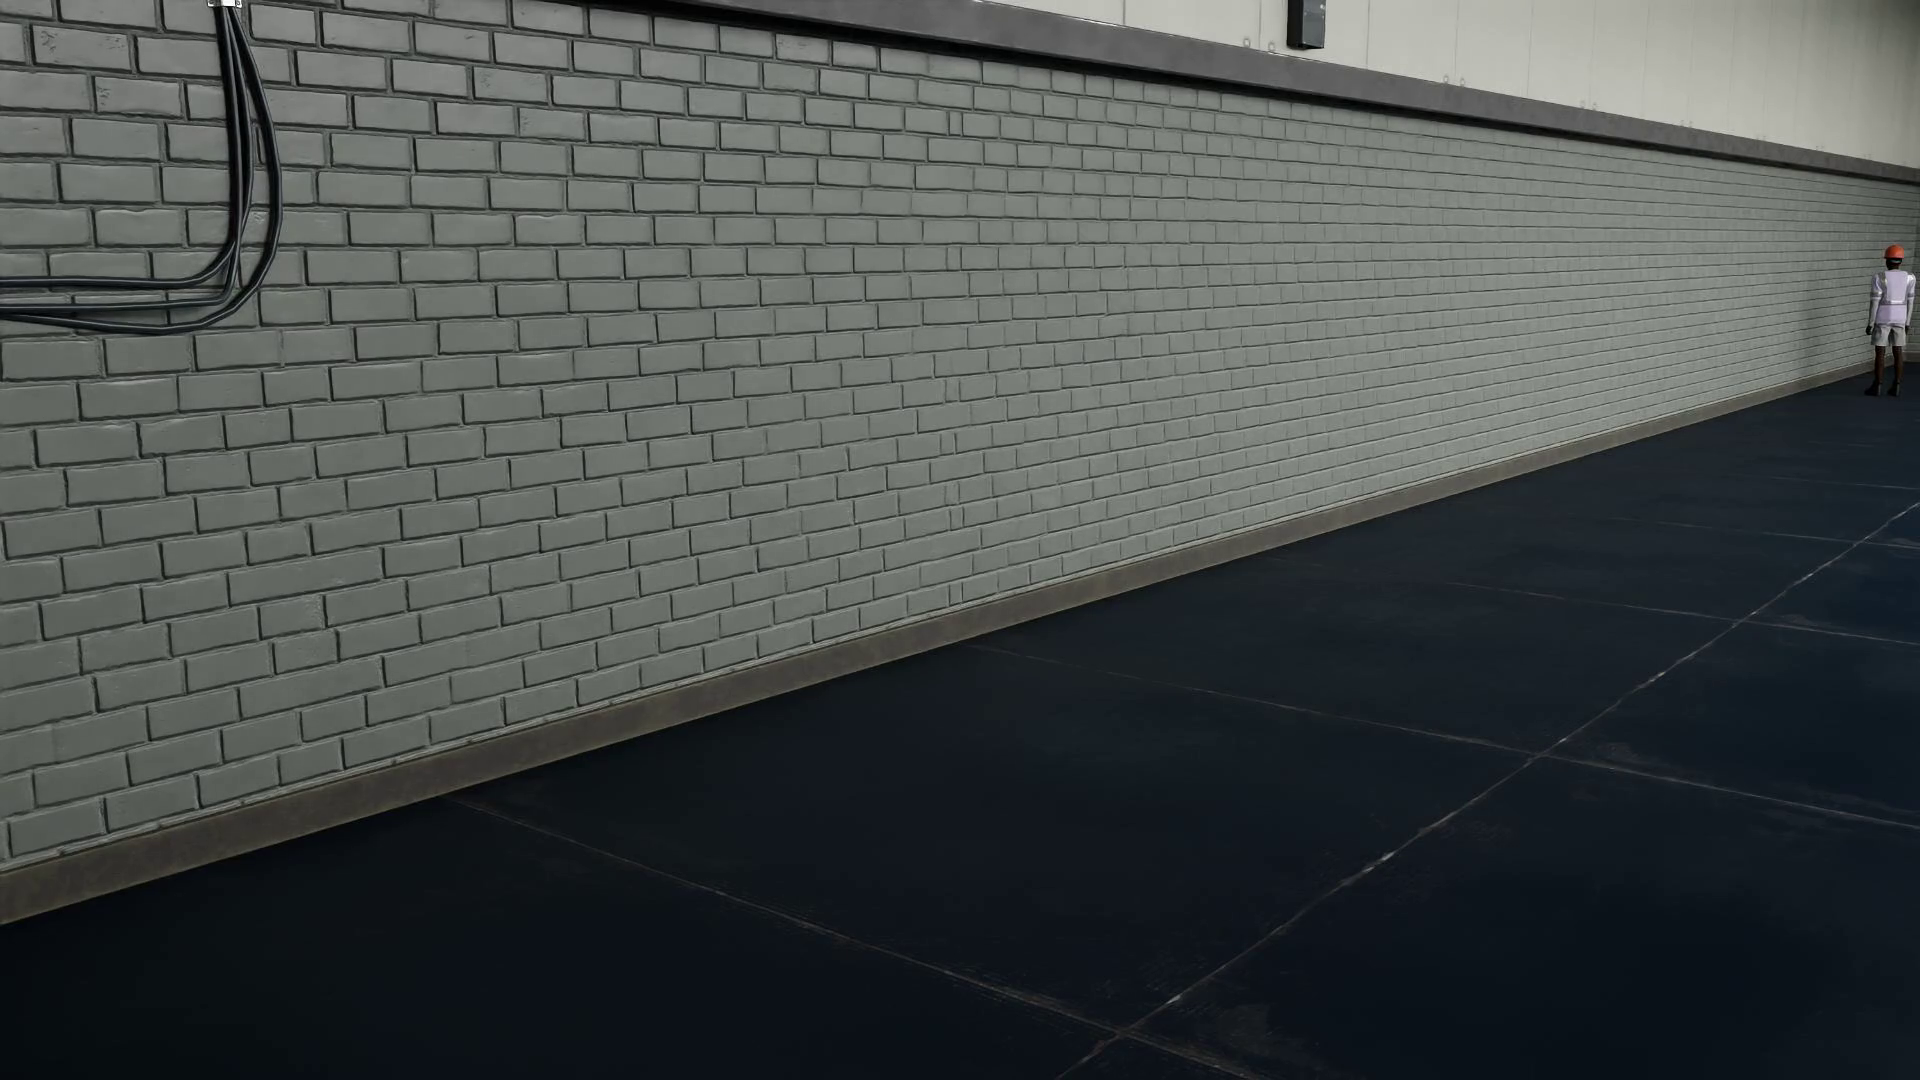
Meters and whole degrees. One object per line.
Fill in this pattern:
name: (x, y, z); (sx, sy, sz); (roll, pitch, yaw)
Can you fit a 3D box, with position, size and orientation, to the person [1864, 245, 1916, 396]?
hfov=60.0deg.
person: (12.052, -2.850, 21.589); (0.546, 1.939, 0.375); (1, 10, 5)
